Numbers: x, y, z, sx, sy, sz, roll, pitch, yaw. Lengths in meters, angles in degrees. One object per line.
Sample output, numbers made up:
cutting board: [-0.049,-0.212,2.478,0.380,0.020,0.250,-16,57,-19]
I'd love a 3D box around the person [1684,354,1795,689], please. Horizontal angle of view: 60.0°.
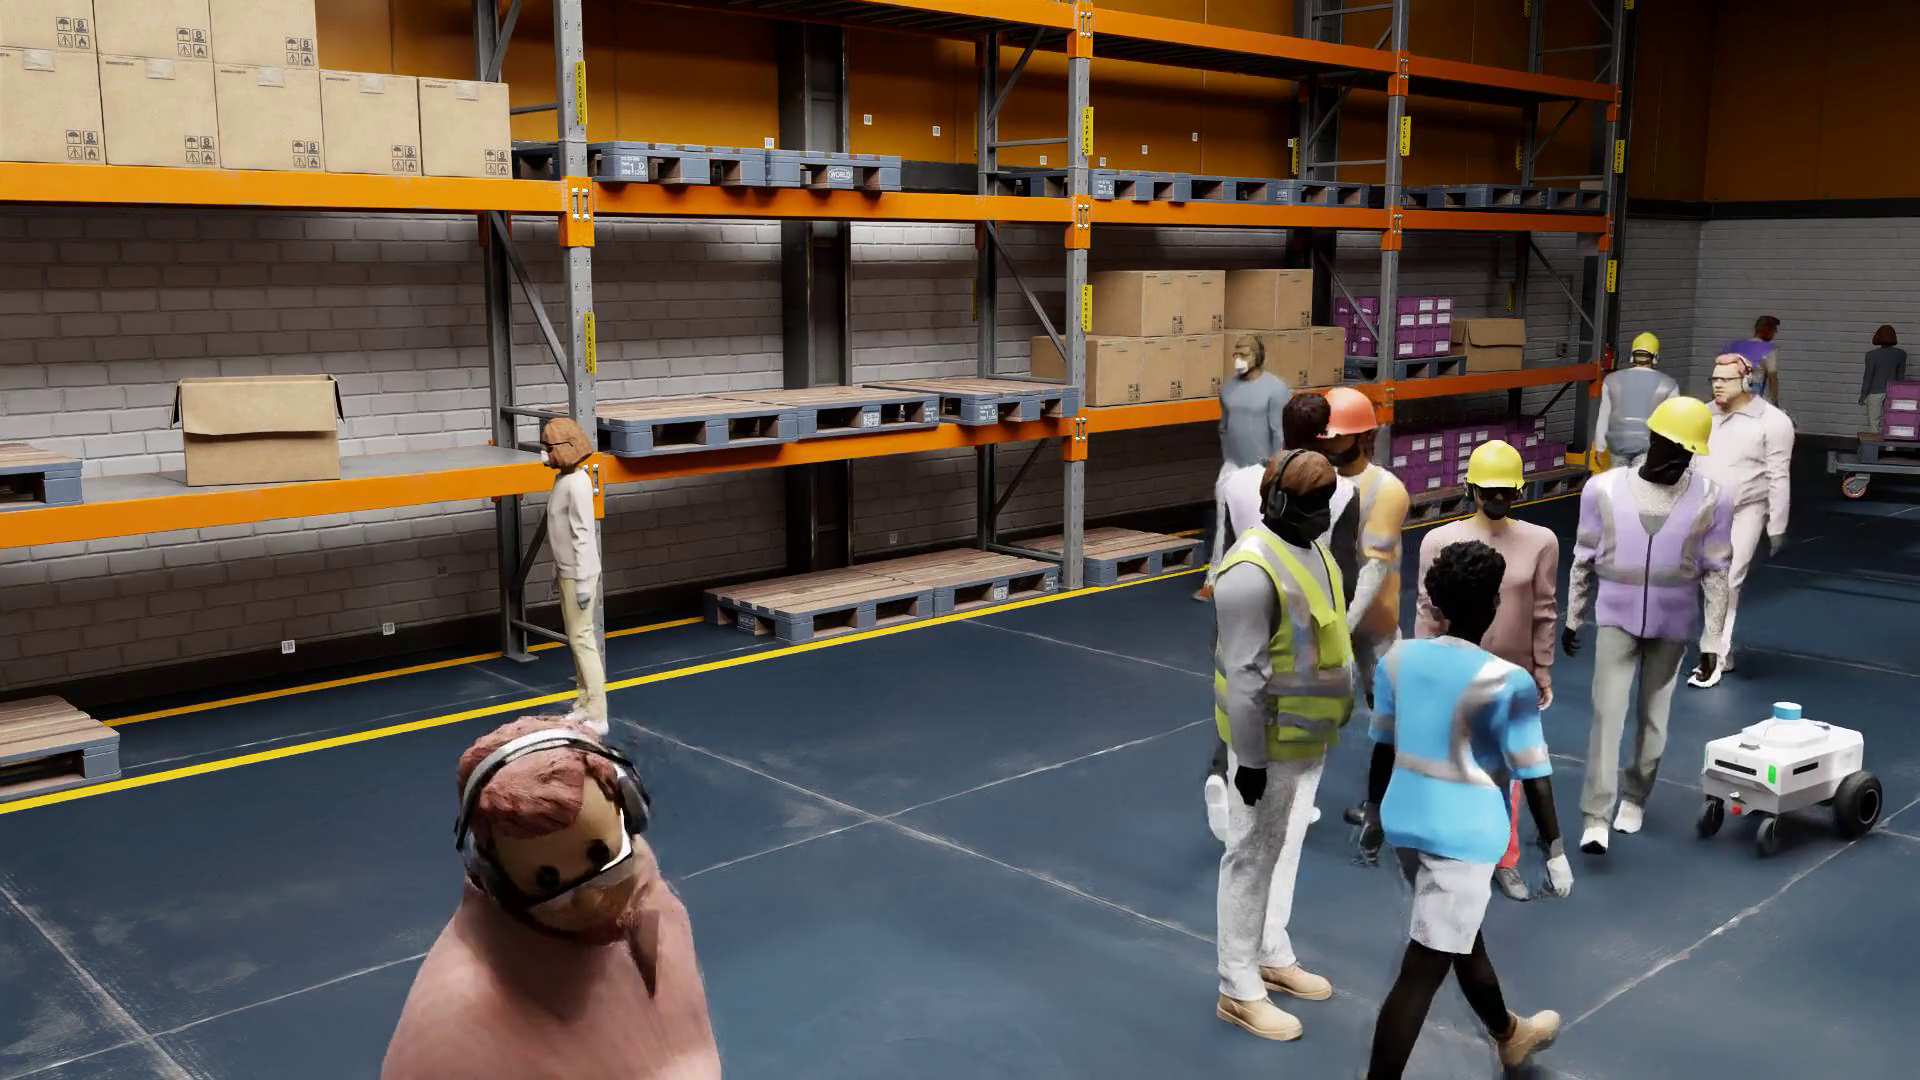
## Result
person: [4.254,-0.103,9.414,0.796,1.878,0.669,-6,11,-30]

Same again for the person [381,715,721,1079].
person: [-0.511,1.116,2.370,0.395,1.863,0.726,1,10,6]

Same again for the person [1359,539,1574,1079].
person: [1.441,0.821,4.659,0.889,1.639,0.555,-4,10,-22]

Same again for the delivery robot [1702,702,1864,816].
delivery robot: [3.459,0.926,6.987,0.707,0.478,0.477,-6,11,-33]

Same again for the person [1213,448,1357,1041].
person: [1.029,0.625,5.271,0.429,1.840,0.629,6,11,31]

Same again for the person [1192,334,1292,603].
person: [2.077,-0.520,11.851,1.005,1.891,0.644,-9,13,-43]

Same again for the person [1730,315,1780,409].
person: [8.411,-1.482,17.719,0.814,1.798,0.584,-3,10,-19]

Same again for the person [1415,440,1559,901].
person: [1.971,0.499,6.250,0.523,1.764,0.334,0,10,1]

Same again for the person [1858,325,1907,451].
person: [10.737,-1.683,19.380,0.498,1.634,0.278,-1,10,-5]

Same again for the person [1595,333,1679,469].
person: [5.541,-0.778,13.566,0.631,1.806,0.721,5,11,28]

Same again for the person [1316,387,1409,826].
person: [1.553,0.318,6.914,0.944,1.886,0.534,-6,11,-32]

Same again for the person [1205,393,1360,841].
person: [1.313,0.340,6.826,0.602,1.889,0.736,6,12,33]

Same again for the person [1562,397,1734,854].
person: [2.762,0.358,6.740,0.631,1.867,0.931,4,11,24]

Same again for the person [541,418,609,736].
person: [-1.961,0.192,8.432,0.270,1.630,0.501,-4,10,-21]
